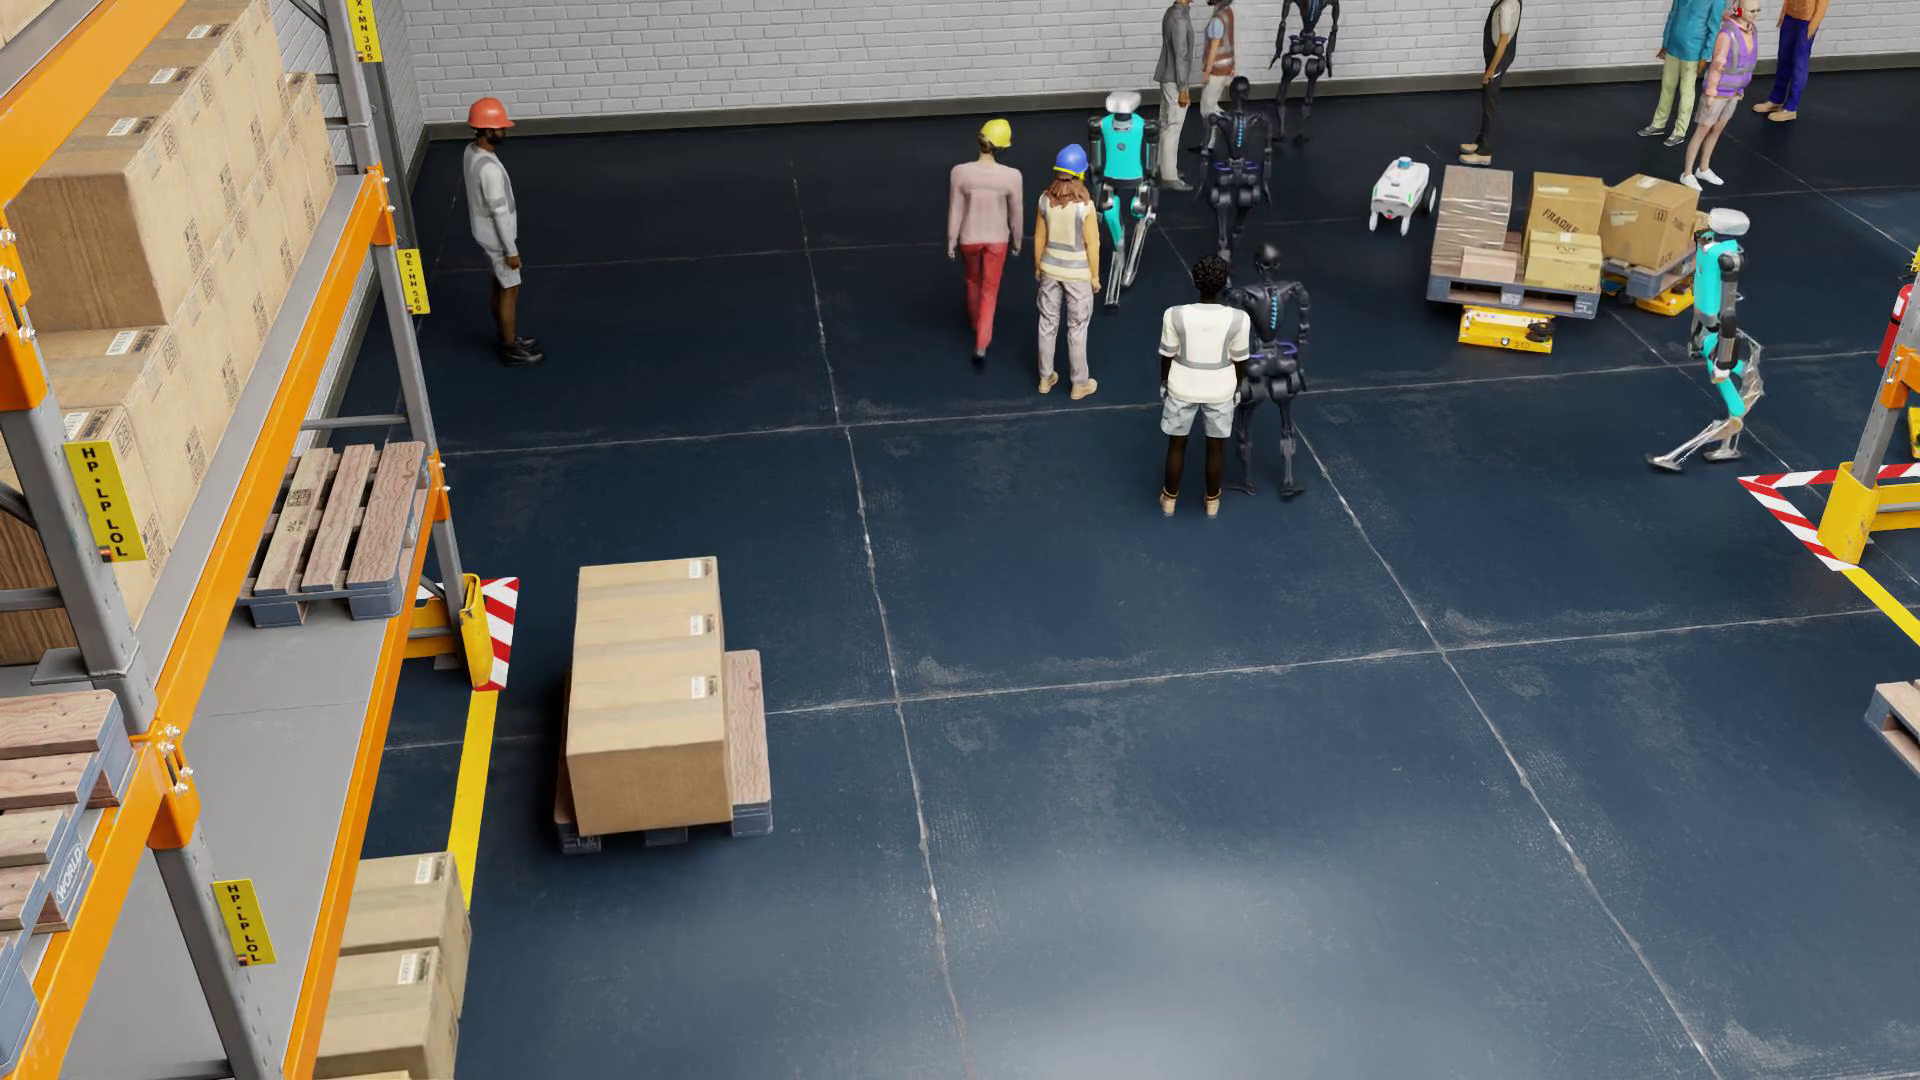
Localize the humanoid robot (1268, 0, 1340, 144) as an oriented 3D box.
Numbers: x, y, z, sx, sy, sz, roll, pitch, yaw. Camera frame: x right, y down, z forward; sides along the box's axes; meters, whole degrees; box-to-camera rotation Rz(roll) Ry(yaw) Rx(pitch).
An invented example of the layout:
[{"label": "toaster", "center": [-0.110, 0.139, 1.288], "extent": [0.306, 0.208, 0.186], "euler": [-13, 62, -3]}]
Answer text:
[{"label": "humanoid robot", "center": [3.197, -4.503, 15.464], "extent": [0.600, 1.637, 0.453], "euler": [0, 33, 0]}]

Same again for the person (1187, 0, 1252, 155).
[{"label": "person", "center": [2.409, -4.282, 15.120], "extent": [0.554, 1.667, 0.465], "euler": [10, 34, 15]}]

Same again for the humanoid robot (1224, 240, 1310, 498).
[{"label": "humanoid robot", "center": [1.874, -0.995, 10.094], "extent": [0.621, 1.648, 0.454], "euler": [-5, 34, -8]}]

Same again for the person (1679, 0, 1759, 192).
[{"label": "person", "center": [6.678, -3.912, 14.542], "extent": [0.483, 1.693, 0.347], "euler": [-19, 38, -27]}]

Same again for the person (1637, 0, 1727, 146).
[{"label": "person", "center": [6.757, -4.580, 15.511], "extent": [0.330, 1.749, 0.571], "euler": [-15, 36, -22]}]

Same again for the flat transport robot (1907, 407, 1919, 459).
[{"label": "flat transport robot", "center": [6.971, -0.607, 10.783], "extent": [1.431, 0.231, 0.659], "euler": [13, 35, 19]}]

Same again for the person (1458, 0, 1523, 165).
[{"label": "person", "center": [4.827, -4.325, 15.039], "extent": [0.346, 1.846, 0.505], "euler": [10, 35, 15]}]

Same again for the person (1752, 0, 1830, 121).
[{"label": "person", "center": [8.122, -5.067, 16.065], "extent": [0.402, 1.974, 0.516], "euler": [-9, 34, -13]}]

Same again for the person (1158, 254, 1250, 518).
[{"label": "person", "center": [1.436, -0.894, 9.918], "extent": [0.532, 1.693, 0.320], "euler": [4, 33, 6]}]

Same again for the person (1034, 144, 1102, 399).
[{"label": "person", "center": [0.722, -1.802, 11.231], "extent": [0.470, 1.778, 0.318], "euler": [17, 37, 24]}]

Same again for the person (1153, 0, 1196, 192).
[{"label": "person", "center": [1.873, -4.001, 14.494], "extent": [0.396, 1.899, 0.528], "euler": [-3, 33, -5]}]

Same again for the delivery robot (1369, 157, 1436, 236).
[{"label": "delivery robot", "center": [3.742, -2.952, 14.132], "extent": [0.499, 0.614, 0.808], "euler": [15, 36, 21]}]

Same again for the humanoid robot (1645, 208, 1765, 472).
[{"label": "humanoid robot", "center": [4.849, -1.220, 10.374], "extent": [0.943, 1.733, 0.541], "euler": [0, 33, 0]}]

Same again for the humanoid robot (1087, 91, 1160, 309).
[{"label": "humanoid robot", "center": [1.247, -2.578, 12.461], "extent": [0.552, 1.716, 1.032], "euler": [8, 34, 12]}]

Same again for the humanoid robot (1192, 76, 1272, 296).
[{"label": "humanoid robot", "center": [2.118, -2.710, 12.781], "extent": [0.616, 1.645, 0.776], "euler": [-1, 33, -2]}]

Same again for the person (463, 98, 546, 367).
[{"label": "person", "center": [-3.196, -2.133, 11.610], "extent": [0.388, 1.926, 0.546], "euler": [-16, 37, -23]}]

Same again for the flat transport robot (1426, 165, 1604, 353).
[{"label": "flat transport robot", "center": [4.173, -1.840, 12.672], "extent": [0.659, 0.231, 1.431], "euler": [9, 34, 14]}]

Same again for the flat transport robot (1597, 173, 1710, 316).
[{"label": "flat transport robot", "center": [5.111, -2.144, 13.138], "extent": [1.431, 0.231, 0.659], "euler": [28, 42, 36]}]

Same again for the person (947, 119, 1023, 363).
[{"label": "person", "center": [0.175, -2.129, 11.792], "extent": [0.533, 1.709, 0.881], "euler": [4, 33, 6]}]
